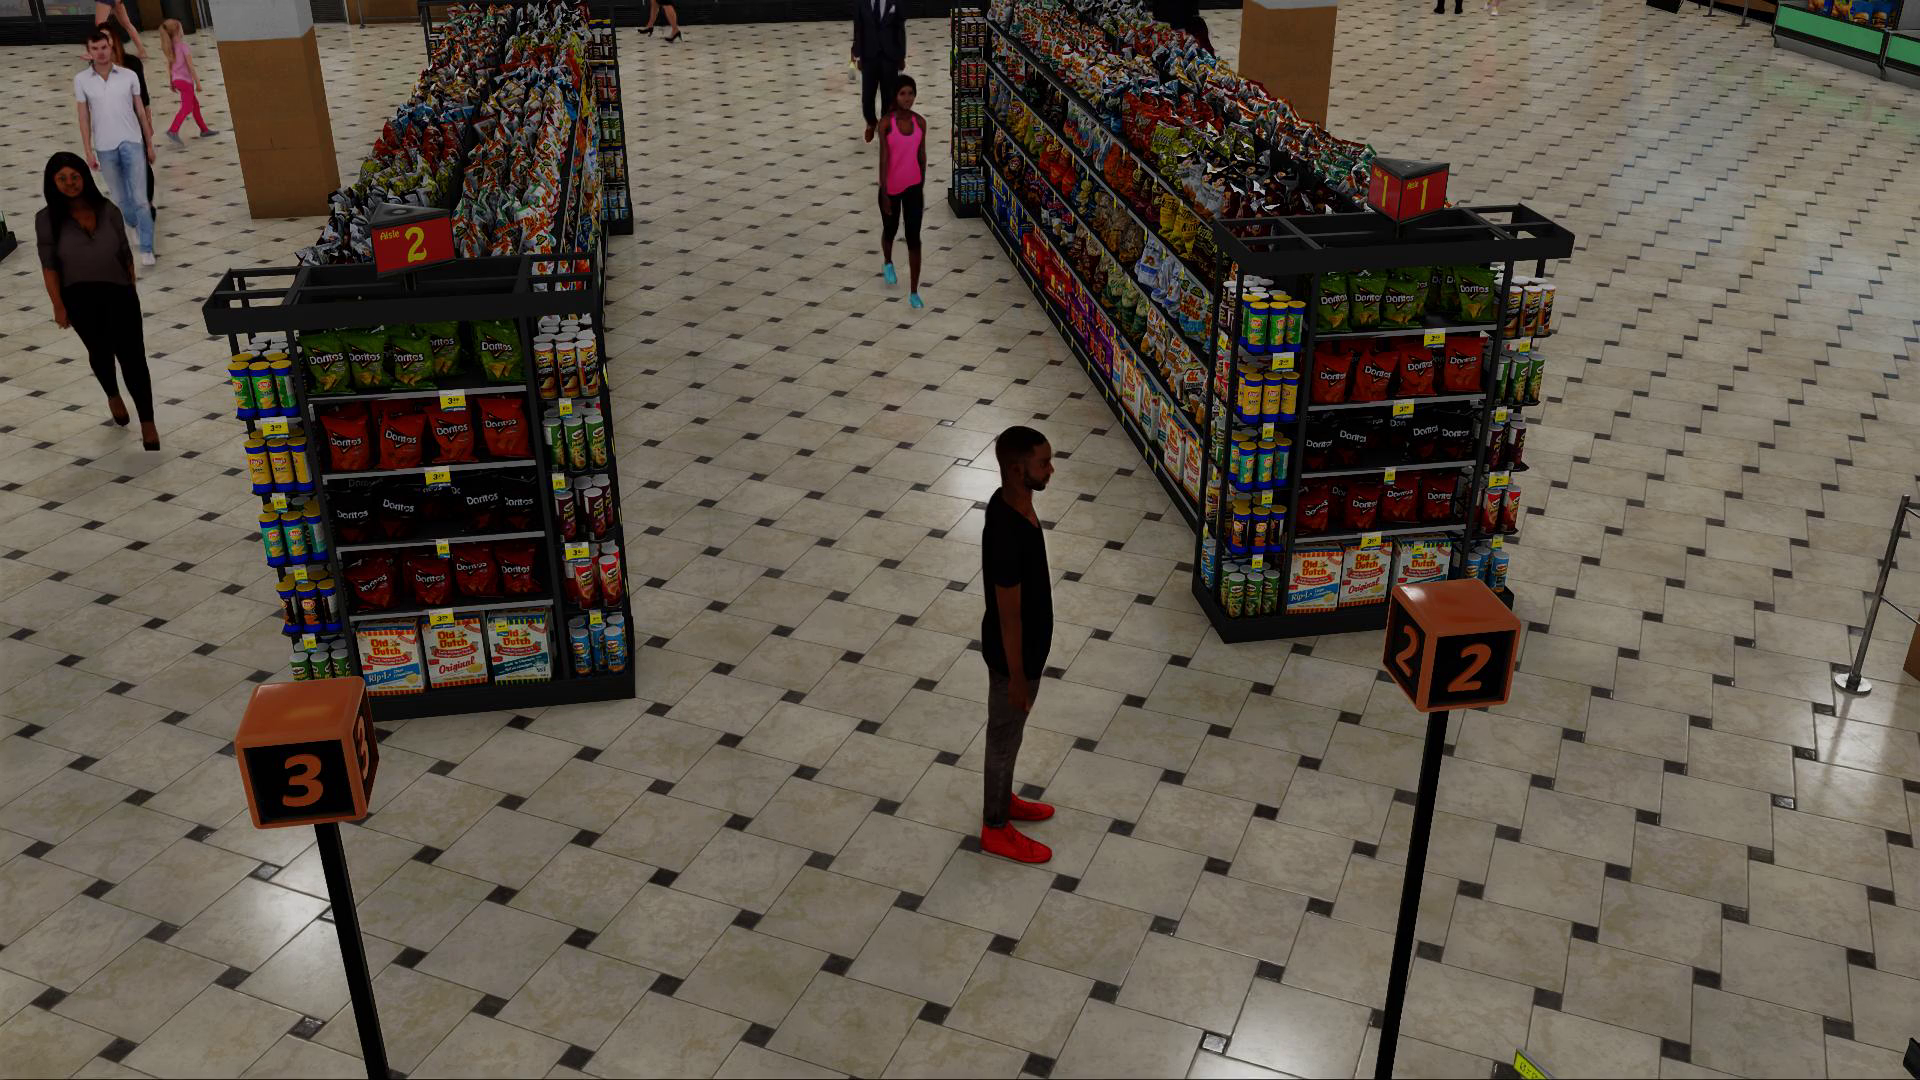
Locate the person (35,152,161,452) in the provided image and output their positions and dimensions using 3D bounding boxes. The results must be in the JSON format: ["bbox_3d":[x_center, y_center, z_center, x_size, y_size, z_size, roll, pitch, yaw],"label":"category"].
[{"bbox_3d":[-5.247,-1.440,10.113,0.953,1.783,1.253,-16,31,-28],"label":"person"}]

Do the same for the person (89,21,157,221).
[{"bbox_3d":[-7.321,-3.709,14.684,0.607,1.696,0.864,-5,27,-9],"label":"person"}]

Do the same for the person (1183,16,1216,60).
[{"bbox_3d":[2.221,-3.944,15.228,0.820,1.622,0.767,23,35,37],"label":"person"}]

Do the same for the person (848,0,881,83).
[{"bbox_3d":[-1.150,-6.258,19.656,0.836,1.744,0.926,13,30,24],"label":"person"}]

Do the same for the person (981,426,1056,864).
[{"bbox_3d":[0.202,0.399,6.461,0.751,1.807,0.563,2,27,5],"label":"person"}]

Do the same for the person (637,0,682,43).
[{"bbox_3d":[-3.931,-7.482,22.177,1.037,1.647,1.038,9,28,16],"label":"person"}]

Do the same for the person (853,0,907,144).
[{"bbox_3d":[-0.812,-4.912,16.930,0.741,1.809,0.765,0,27,0],"label":"person"}]

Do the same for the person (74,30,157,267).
[{"bbox_3d":[-6.835,-3.187,13.525,0.819,1.813,1.250,-10,29,-19],"label":"person"}]

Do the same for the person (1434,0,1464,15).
[{"bbox_3d":[7.217,-8.669,24.234,0.749,1.903,0.666,3,27,5],"label":"person"}]

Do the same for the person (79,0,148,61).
[{"bbox_3d":[-10.622,-6.884,20.972,0.834,1.670,1.005,-12,29,-22],"label":"person"}]

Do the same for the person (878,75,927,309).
[{"bbox_3d":[-0.479,-2.655,12.623,0.574,1.680,1.146,-6,28,-12],"label":"person"}]

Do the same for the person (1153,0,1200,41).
[{"bbox_3d":[2.343,-5.858,18.652,0.842,1.940,0.925,23,35,37],"label":"person"}]

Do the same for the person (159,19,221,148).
[{"bbox_3d":[-8.045,-4.700,17.122,0.834,1.258,0.932,16,31,29],"label":"person"}]
